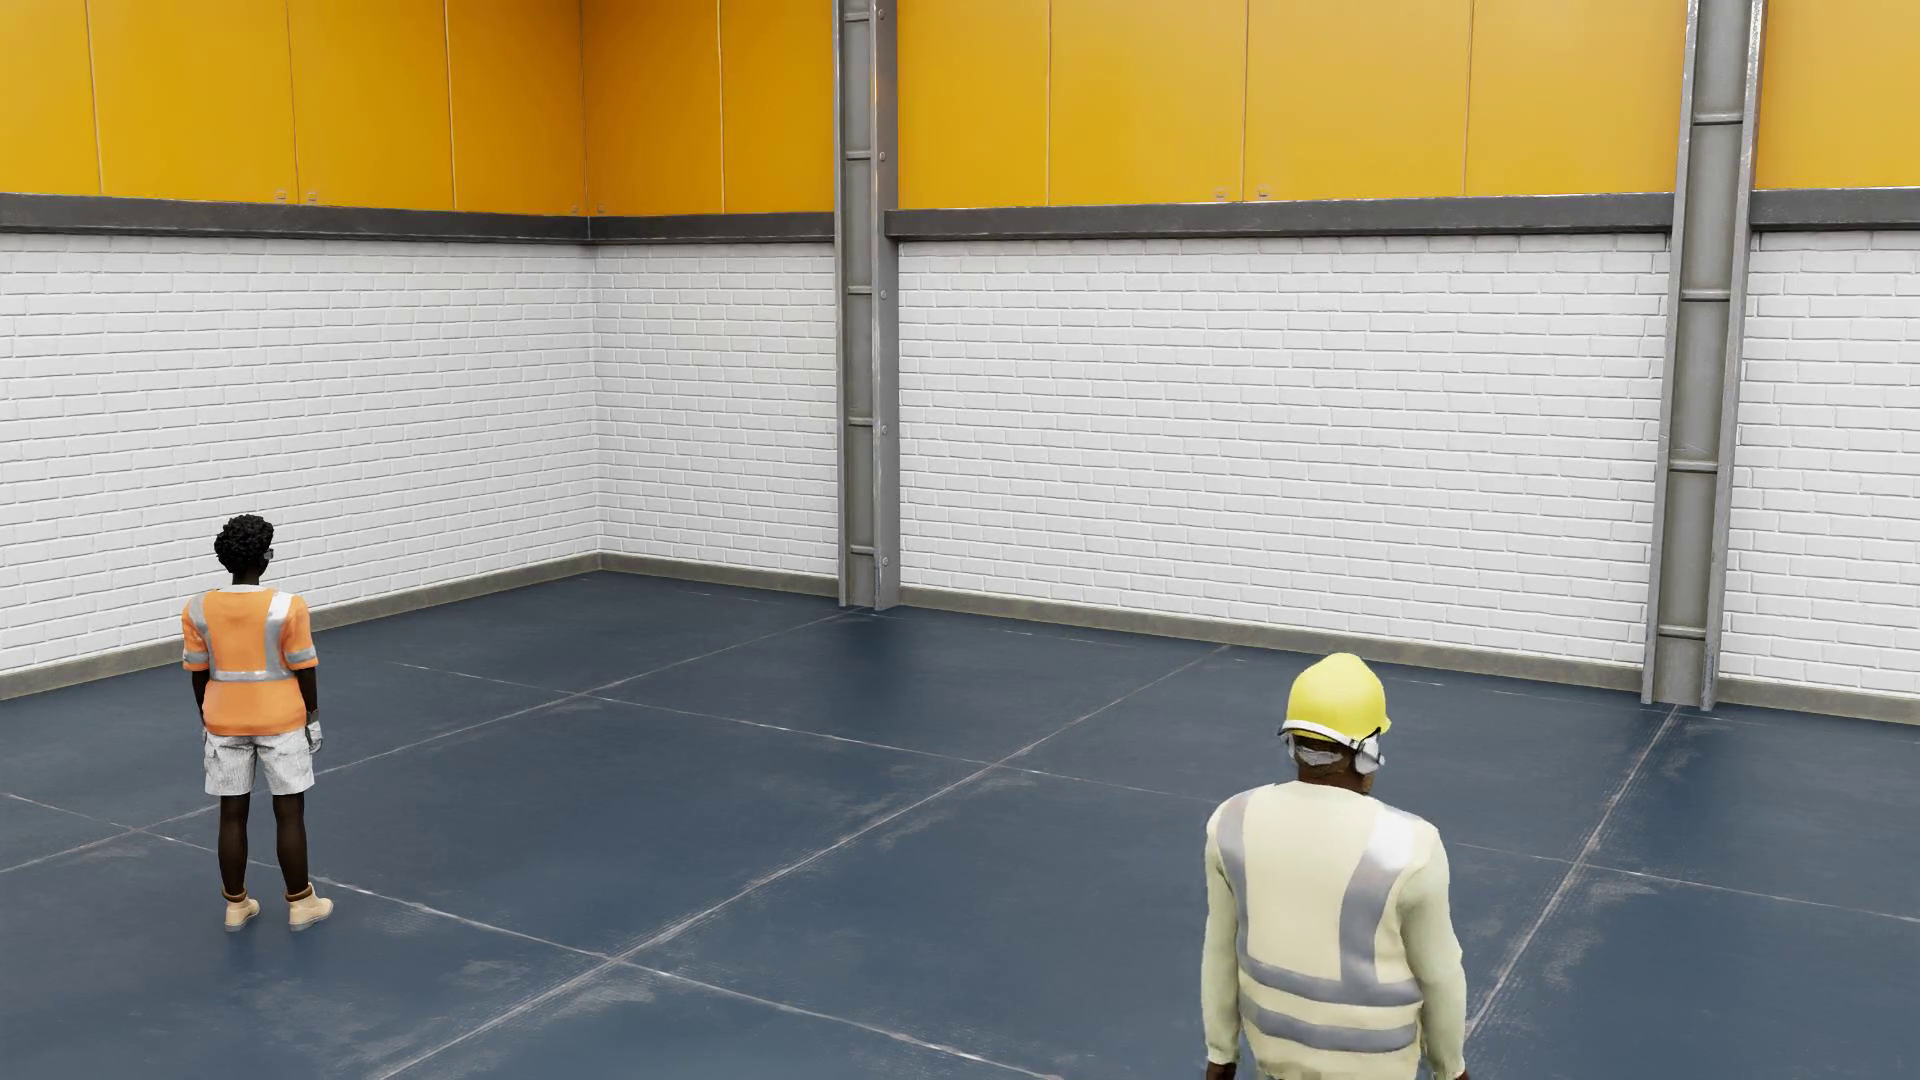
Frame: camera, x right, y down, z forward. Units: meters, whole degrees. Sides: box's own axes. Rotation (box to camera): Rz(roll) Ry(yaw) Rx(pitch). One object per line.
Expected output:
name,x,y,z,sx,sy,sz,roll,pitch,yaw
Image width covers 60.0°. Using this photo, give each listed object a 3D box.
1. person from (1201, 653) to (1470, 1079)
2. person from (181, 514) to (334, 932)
person,0.827,1.153,3.828,0.582,1.792,0.950,9,13,43
person,-2.816,0.740,6.676,0.533,1.697,0.318,0,9,1
